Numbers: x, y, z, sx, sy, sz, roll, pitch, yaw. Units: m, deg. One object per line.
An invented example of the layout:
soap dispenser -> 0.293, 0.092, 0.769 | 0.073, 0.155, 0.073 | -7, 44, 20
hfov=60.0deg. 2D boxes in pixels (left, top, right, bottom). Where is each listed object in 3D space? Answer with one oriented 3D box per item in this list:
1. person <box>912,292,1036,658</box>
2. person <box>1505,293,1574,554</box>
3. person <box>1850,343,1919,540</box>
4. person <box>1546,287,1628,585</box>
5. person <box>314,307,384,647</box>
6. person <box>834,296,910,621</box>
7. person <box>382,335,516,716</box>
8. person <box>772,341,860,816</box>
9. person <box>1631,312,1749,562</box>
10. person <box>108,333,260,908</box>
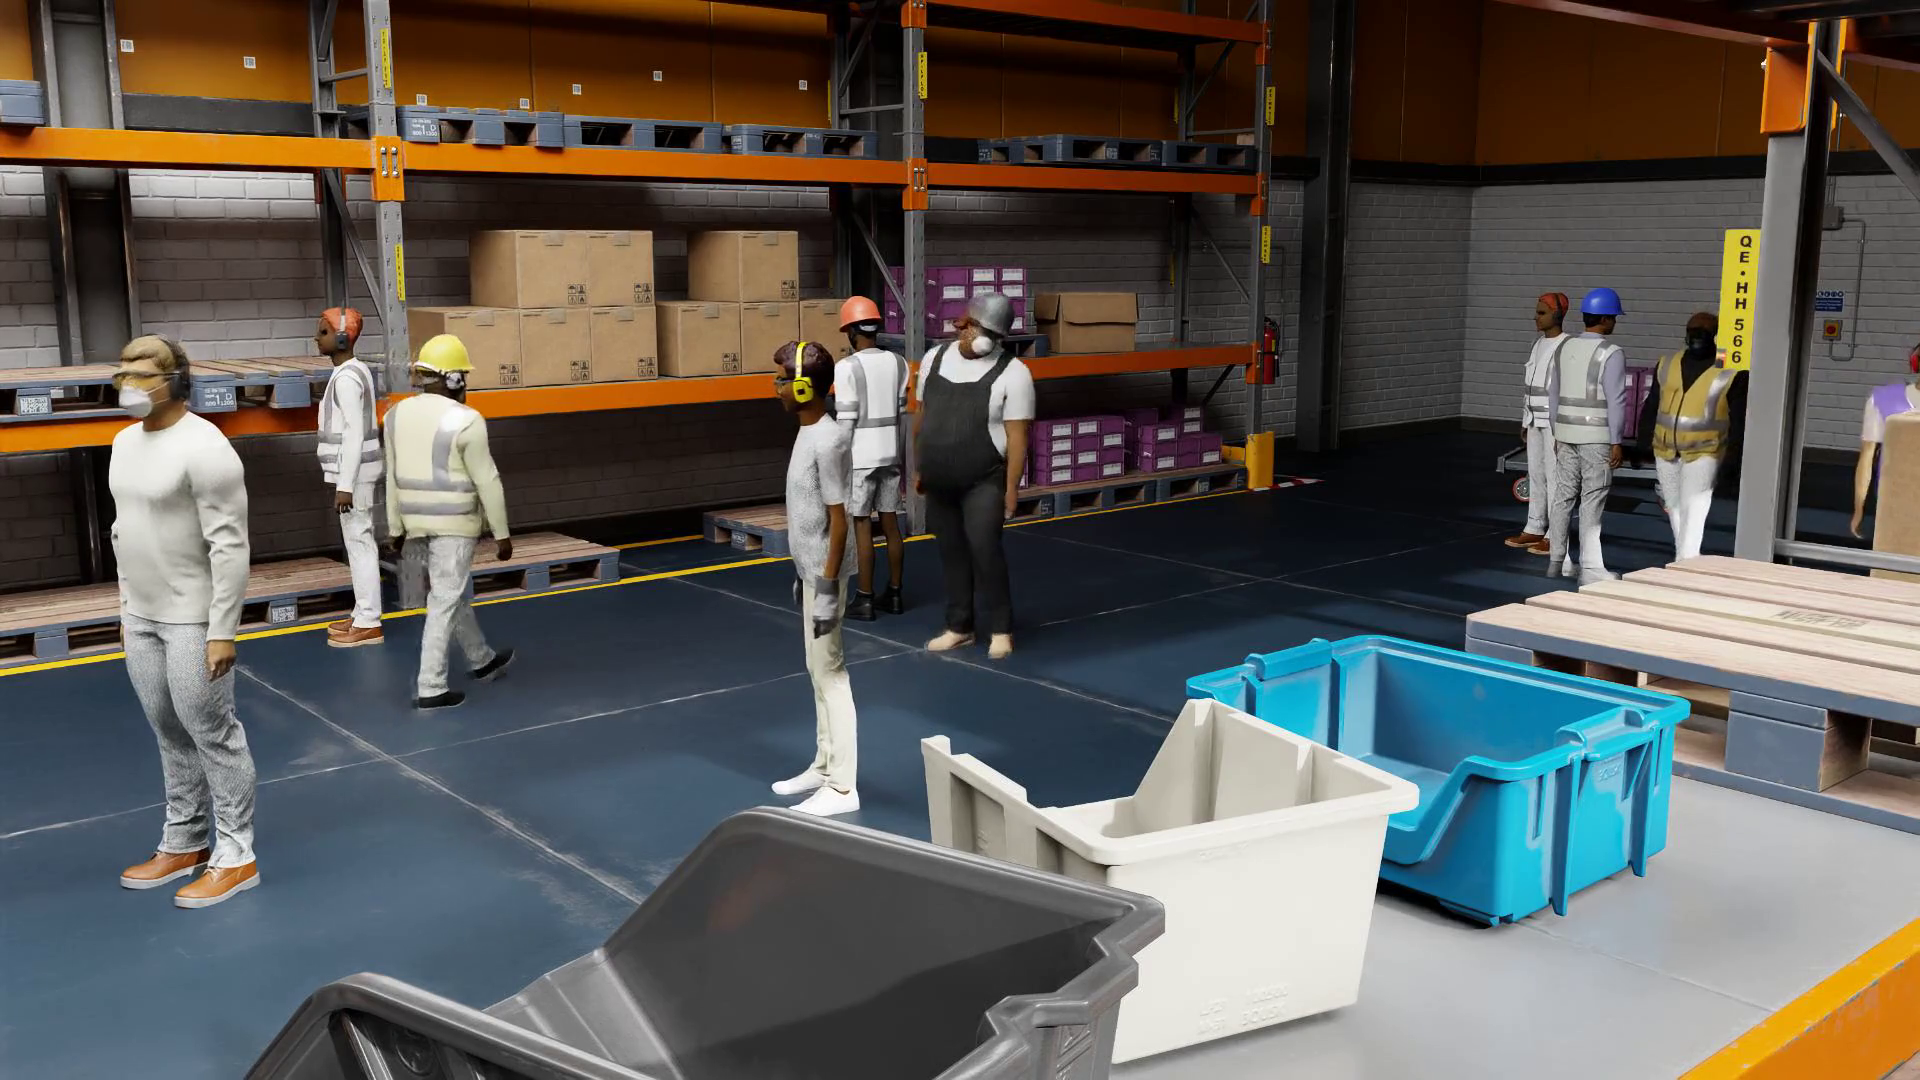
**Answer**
person -> 0.027, -0.380, 9.017 | 0.713, 2.000, 0.536 | 7, 12, 34
person -> 4.246, -0.841, 12.040 | 0.346, 1.882, 0.584 | -2, 10, -12
person -> 4.826, -0.143, 8.381 | 0.575, 1.794, 0.975 | 6, 12, 31
person -> 4.151, -0.683, 10.973 | 0.402, 1.945, 0.614 | -4, 11, -22
person -> -3.411, -0.349, 9.285 | 0.355, 1.885, 0.575 | -3, 11, -18
person -> -0.557, -0.481, 9.901 | 0.542, 1.927, 0.379 | -10, 14, -43
person -> -2.417, -0.095, 8.112 | 0.620, 1.792, 0.873 | 6, 12, 30
person -> -0.566, 0.159, 6.500 | 0.334, 1.864, 0.521 | -2, 10, -12
person -> 4.690, -0.562, 10.707 | 0.744, 1.820, 0.629 | -8, 13, -39
person -> -2.660, 0.271, 5.654 | 0.636, 1.939, 0.358 | 7, 12, 33
